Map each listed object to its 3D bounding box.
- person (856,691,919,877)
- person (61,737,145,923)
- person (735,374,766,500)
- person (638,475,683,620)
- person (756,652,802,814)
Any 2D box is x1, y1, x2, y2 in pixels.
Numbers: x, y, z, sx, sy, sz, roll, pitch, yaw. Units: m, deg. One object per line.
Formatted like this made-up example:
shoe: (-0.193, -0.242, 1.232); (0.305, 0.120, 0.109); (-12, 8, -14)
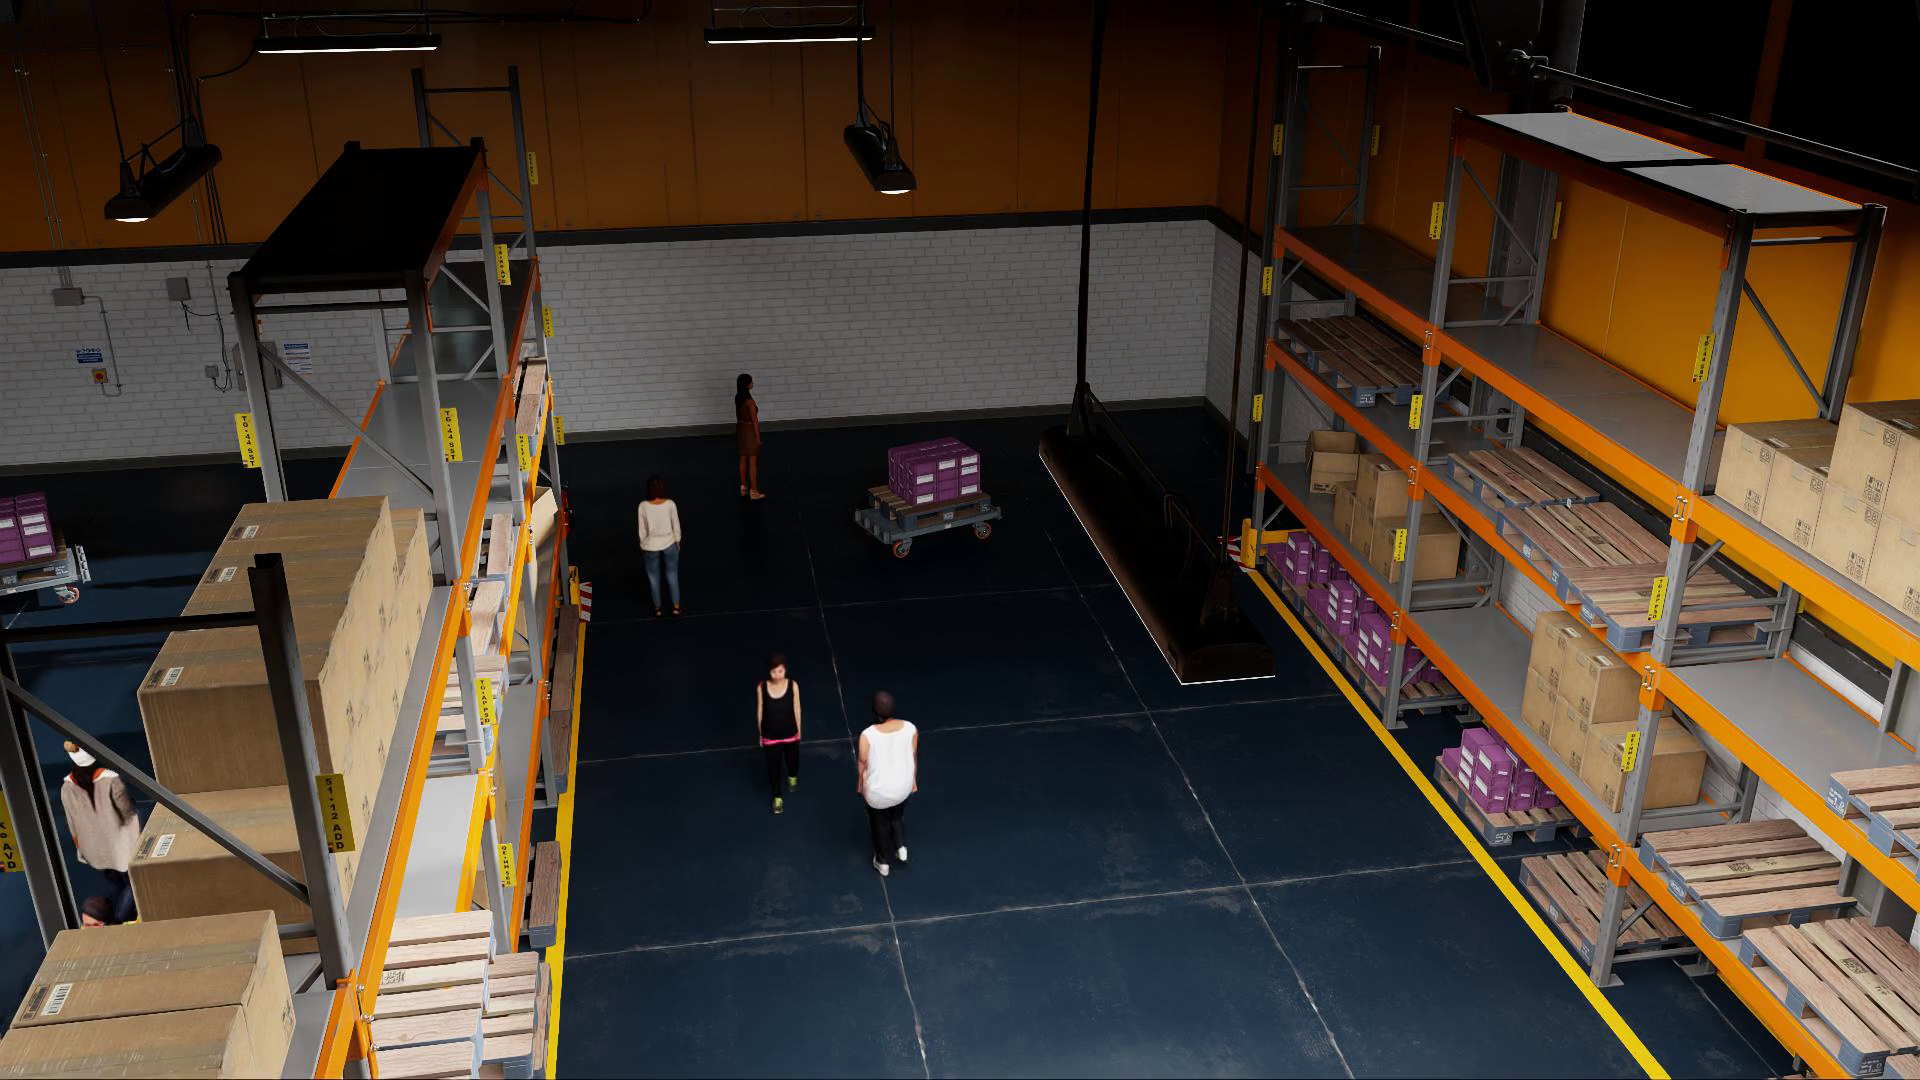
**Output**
person: (-0.597, 2.057, 13.894); (0.719, 1.674, 0.700); (-11, 26, -23)
person: (-6.657, 2.373, 12.928); (0.857, 1.868, 1.083); (2, 24, 5)
person: (-2.767, -1.358, 21.687); (0.698, 1.690, 0.599); (-19, 30, -37)
person: (-3.323, 0.077, 18.415); (0.616, 1.681, 0.525); (-4, 24, -10)
person: (-1.620, 1.677, 14.929); (0.579, 1.541, 0.720); (-2, 24, -4)
